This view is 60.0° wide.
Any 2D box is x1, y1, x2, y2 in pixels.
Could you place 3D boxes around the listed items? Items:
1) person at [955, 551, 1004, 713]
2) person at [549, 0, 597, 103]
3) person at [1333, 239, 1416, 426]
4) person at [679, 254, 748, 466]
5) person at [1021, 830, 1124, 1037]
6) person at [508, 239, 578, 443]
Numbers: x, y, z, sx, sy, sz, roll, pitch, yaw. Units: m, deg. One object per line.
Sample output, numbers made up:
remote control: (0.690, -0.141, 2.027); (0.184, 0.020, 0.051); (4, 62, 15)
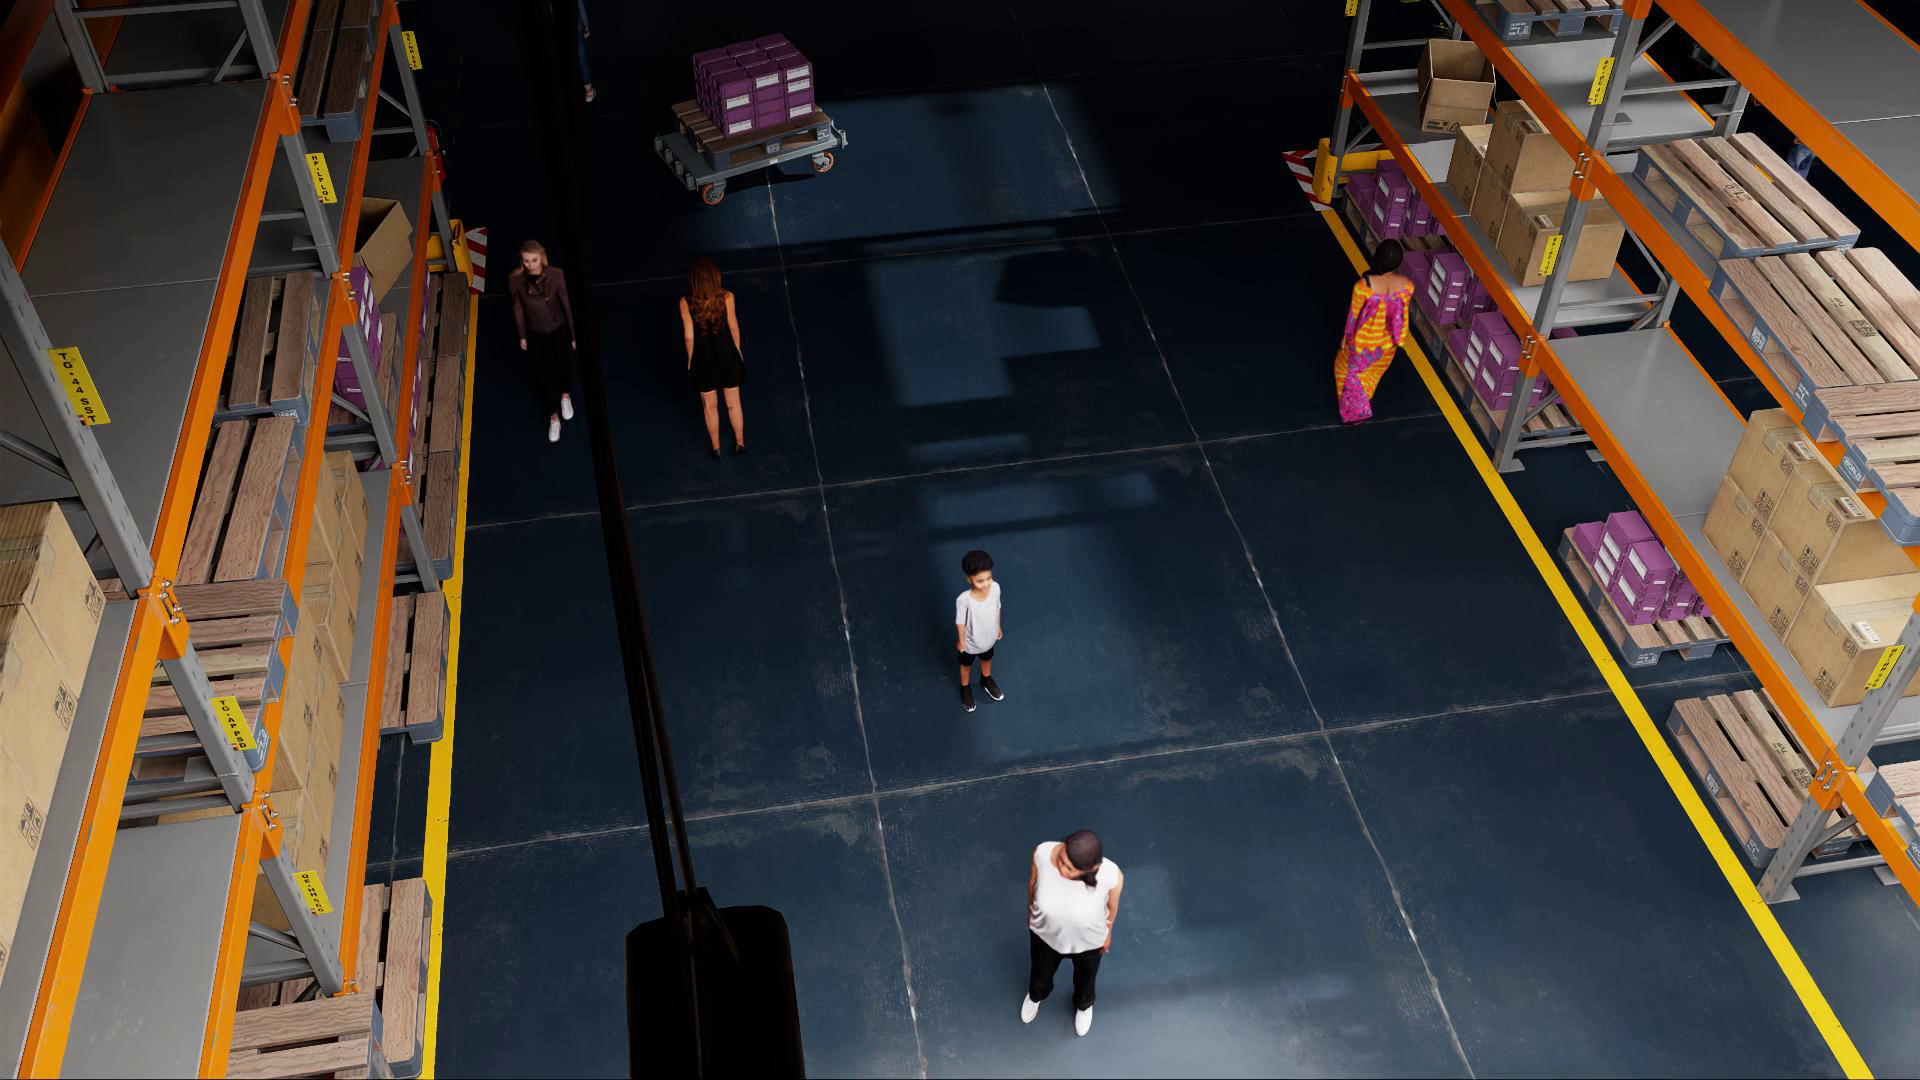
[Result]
person: (0.119, 0.569, 10.822); (0.551, 1.265, 0.591); (-19, 47, -19)
person: (-3.906, -5.056, 16.572); (0.571, 1.477, 0.504); (-9, 44, -10)
person: (3.160, -1.556, 12.764); (0.633, 1.664, 0.798); (-6, 44, -7)
person: (-1.832, -1.332, 12.405); (0.589, 1.834, 0.539); (-10, 45, -10)
person: (0.591, 2.077, 8.935); (0.756, 1.685, 0.773); (14, 45, 14)
person: (-3.181, -1.651, 12.845); (0.635, 1.689, 0.791); (-8, 44, -9)
